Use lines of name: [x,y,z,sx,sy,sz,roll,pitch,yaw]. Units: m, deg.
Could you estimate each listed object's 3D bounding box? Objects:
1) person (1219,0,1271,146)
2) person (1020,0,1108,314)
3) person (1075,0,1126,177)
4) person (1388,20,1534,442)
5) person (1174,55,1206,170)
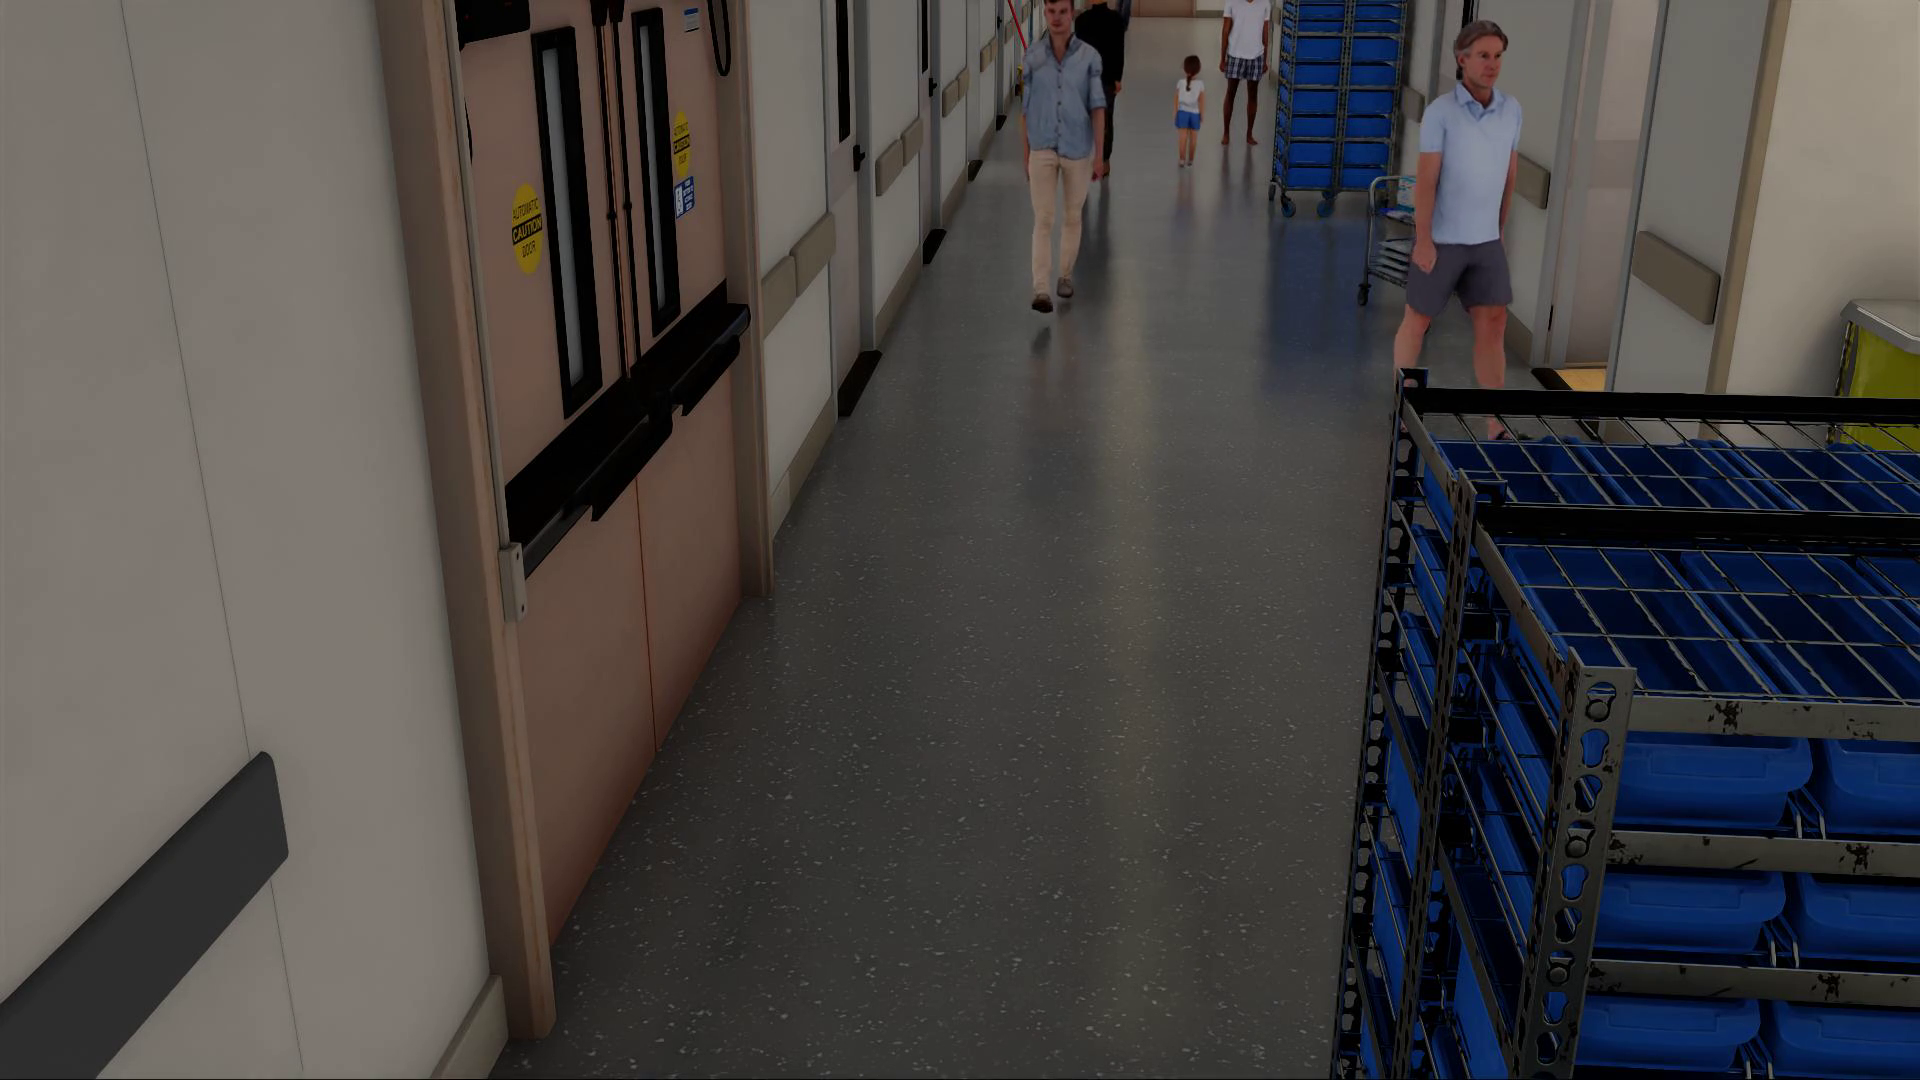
person: [2.891,-4.908,16.855,0.663,1.730,0.553,0,21,0]
person: [0.613,-2.265,9.782,0.669,1.798,1.180,2,21,6]
person: [1.225,-4.159,14.887,0.721,1.723,0.690,11,23,27]
person: [2.124,-1.312,7.269,0.902,1.796,1.183,-5,21,-12]
person: [2.081,-3.891,15.197,0.420,1.002,0.699,2,21,6]
